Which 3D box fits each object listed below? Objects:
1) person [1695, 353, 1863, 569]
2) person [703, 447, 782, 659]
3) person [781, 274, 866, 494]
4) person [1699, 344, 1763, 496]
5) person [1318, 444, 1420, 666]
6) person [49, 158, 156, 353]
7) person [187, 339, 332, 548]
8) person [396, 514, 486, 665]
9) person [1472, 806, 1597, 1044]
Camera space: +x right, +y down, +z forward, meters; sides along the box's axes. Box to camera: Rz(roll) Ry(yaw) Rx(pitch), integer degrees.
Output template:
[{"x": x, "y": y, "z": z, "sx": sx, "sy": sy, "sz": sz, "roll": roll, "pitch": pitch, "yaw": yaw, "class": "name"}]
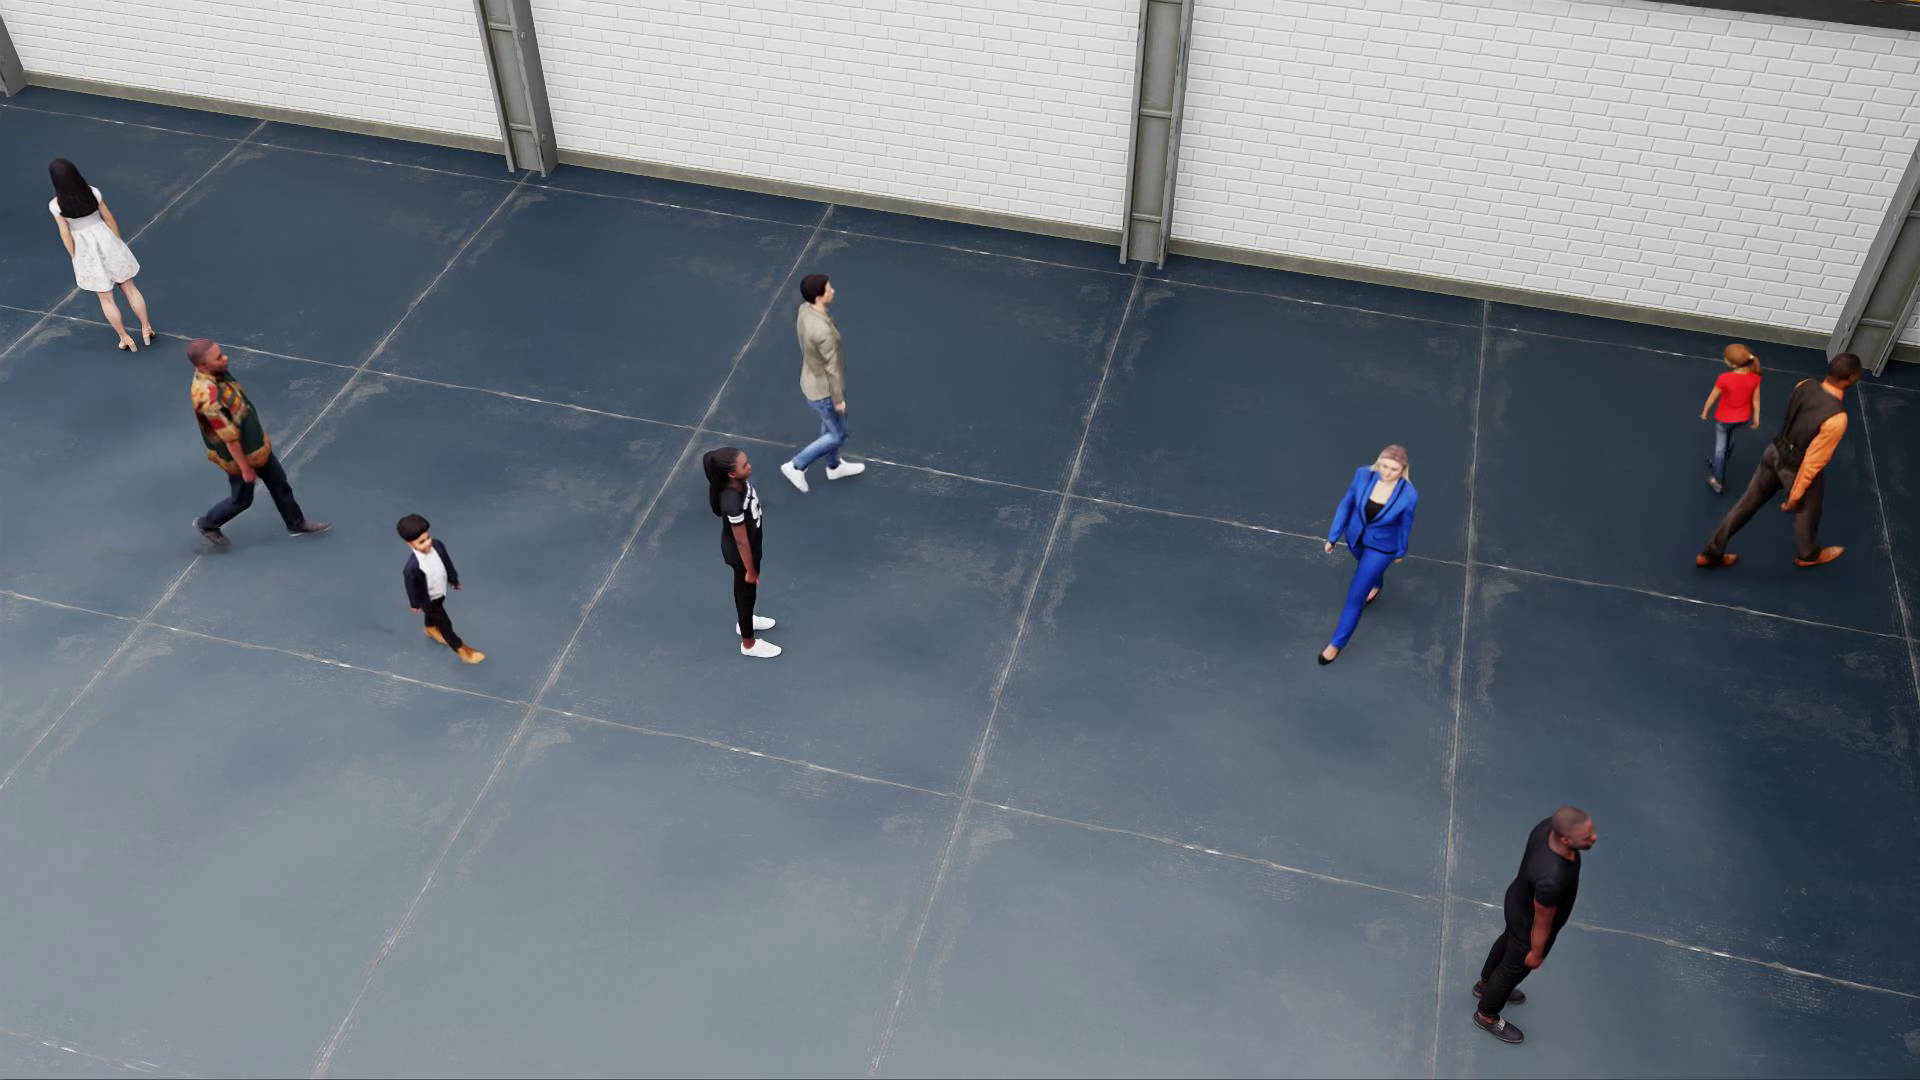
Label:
[{"x": 5.630, "y": -0.469, "z": 11.475, "sx": 1.343, "sy": 1.851, "sz": 1.054, "roll": -5, "pitch": 44, "yaw": -6, "class": "person"}, {"x": -1.435, "y": 0.063, "z": 11.006, "sx": 0.717, "sy": 1.728, "sz": 0.702, "roll": -7, "pitch": 44, "yaw": -8, "class": "person"}, {"x": -1.074, "y": -1.109, "z": 12.144, "sx": 1.061, "sy": 1.856, "sz": 0.973, "roll": -14, "pitch": 45, "yaw": -14, "class": "person"}, {"x": 5.747, "y": -0.878, "z": 12.323, "sx": 0.646, "sy": 1.275, "sz": 0.707, "roll": 4, "pitch": 44, "yaw": 4, "class": "person"}, {"x": 2.793, "y": -0.023, "z": 11.152, "sx": 1.202, "sy": 1.652, "sz": 1.047, "roll": 32, "pitch": 52, "yaw": 29, "class": "person"}, {"x": -6.959, "y": -2.304, "z": 13.456, "sx": 0.773, "sy": 1.775, "sz": 0.815, "roll": -29, "pitch": 51, "yaw": -27, "class": "person"}, {"x": -5.148, "y": -0.628, "z": 11.693, "sx": 1.238, "sy": 1.781, "sz": 0.977, "roll": -6, "pitch": 44, "yaw": -7, "class": "person"}, {"x": -3.584, "y": 0.299, "z": 11.145, "sx": 0.867, "sy": 1.195, "sz": 0.622, "roll": 20, "pitch": 47, "yaw": 19, "class": "person"}, {"x": 3.050, "y": 2.020, "z": 8.887, "sx": 0.563, "sy": 1.819, "sz": 0.671, "roll": 13, "pitch": 45, "yaw": 13, "class": "person"}]
